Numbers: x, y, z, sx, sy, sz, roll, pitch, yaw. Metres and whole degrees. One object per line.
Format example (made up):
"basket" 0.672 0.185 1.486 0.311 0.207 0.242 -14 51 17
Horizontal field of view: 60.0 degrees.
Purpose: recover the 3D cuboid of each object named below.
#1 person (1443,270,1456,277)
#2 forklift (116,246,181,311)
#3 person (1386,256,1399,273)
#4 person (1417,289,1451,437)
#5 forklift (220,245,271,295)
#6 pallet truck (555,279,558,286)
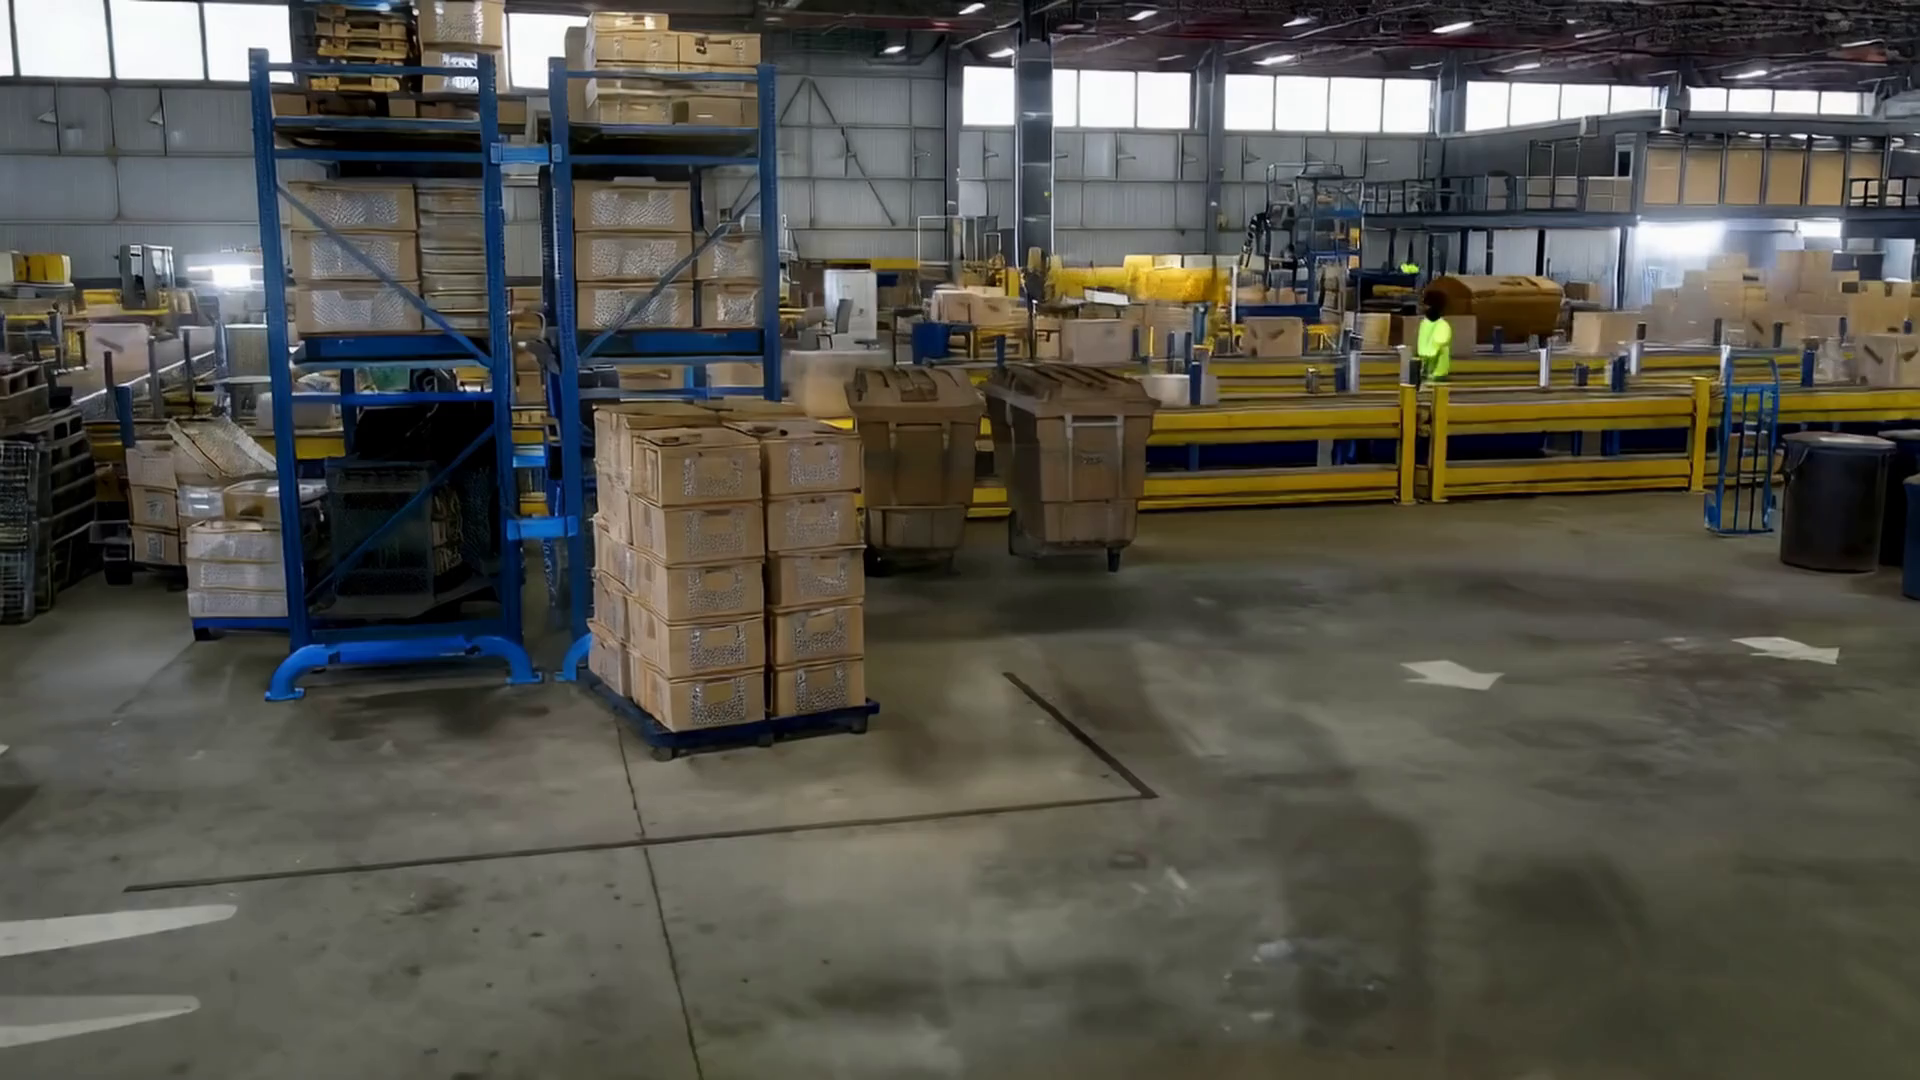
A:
"person" 8.083 -3.570 27.393 0.525 1.749 0.568 9 13 40
"forklift" -19.966 -6.232 40.894 1.157 1.987 2.680 -3 10 -15
"person" 16.162 -9.818 62.370 0.579 1.882 0.342 -3 10 -16
"person" 4.886 -1.755 17.251 0.372 1.681 0.546 -2 10 -10
"forklift" -17.749 -6.334 41.440 1.157 1.987 2.680 -3 10 -17
"pallet truck" -10.604 -6.375 44.520 0.653 1.274 1.630 -3 10 -15
